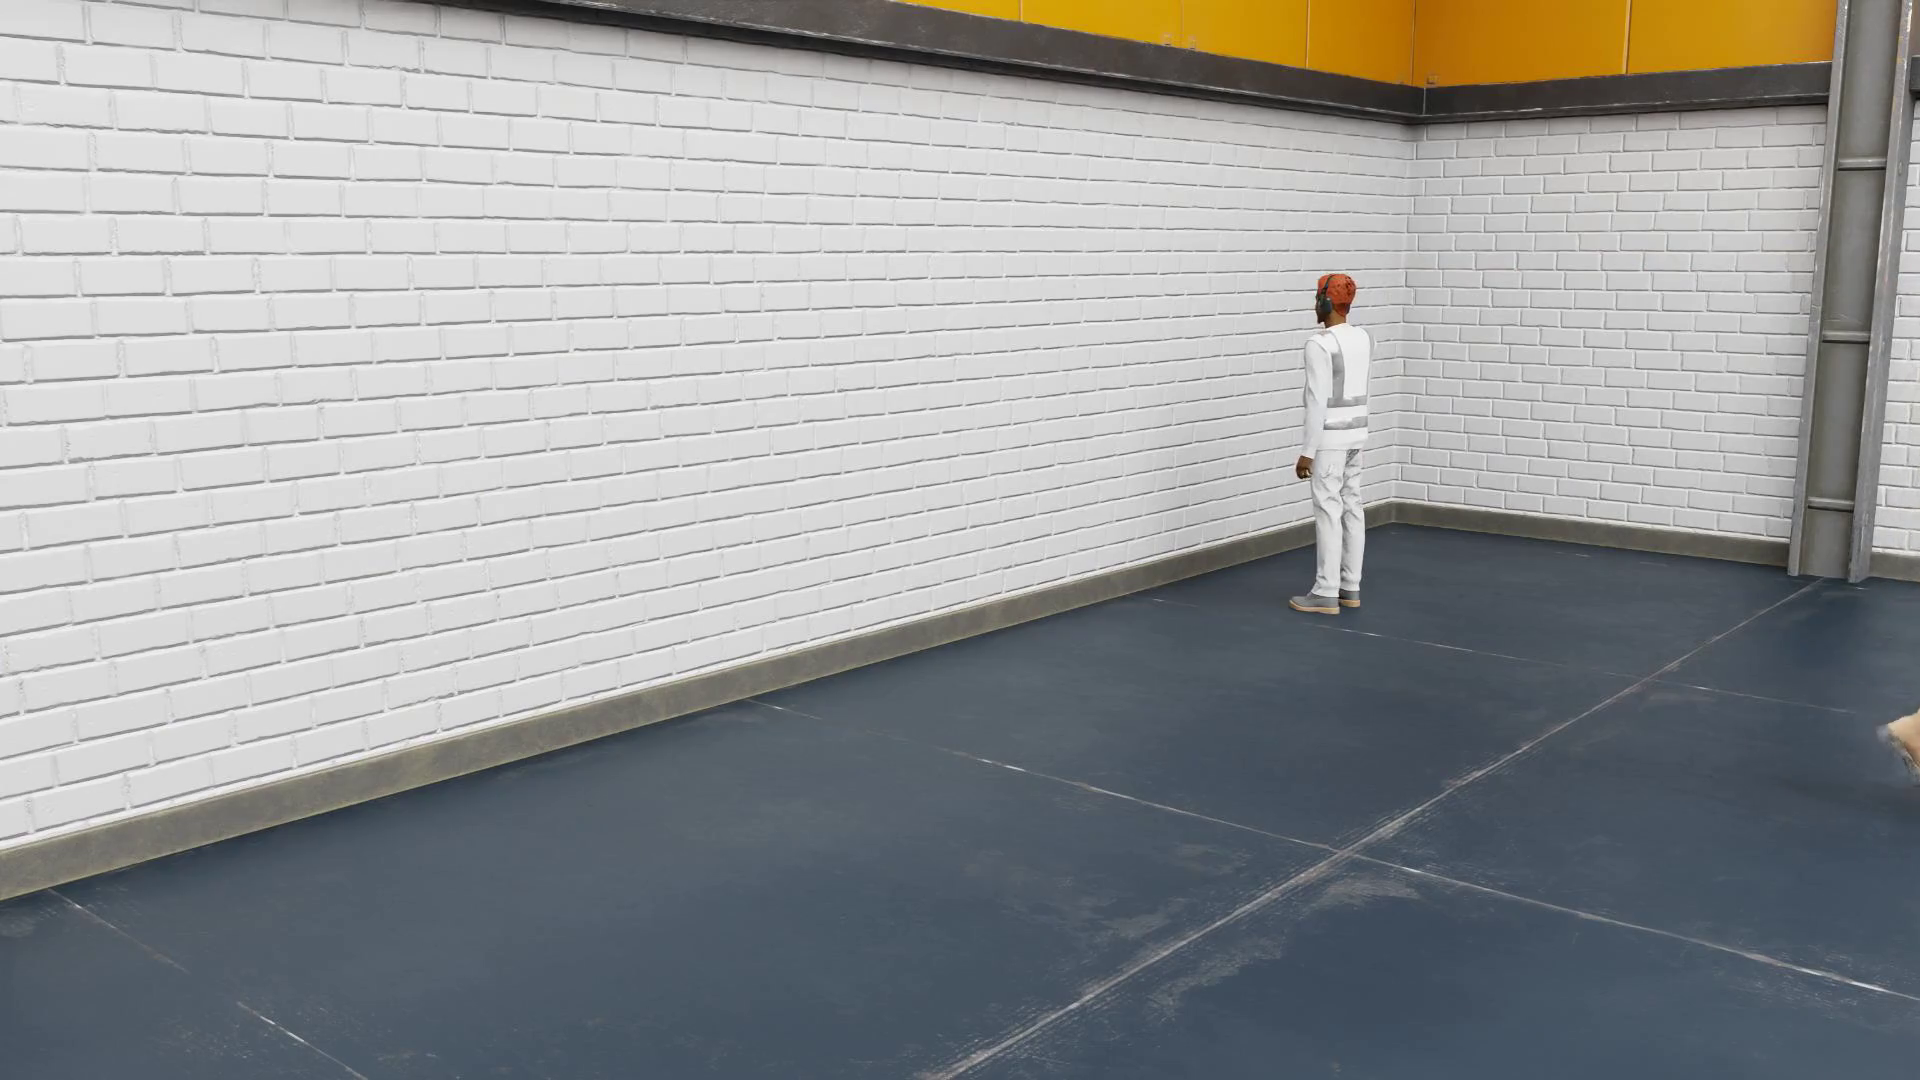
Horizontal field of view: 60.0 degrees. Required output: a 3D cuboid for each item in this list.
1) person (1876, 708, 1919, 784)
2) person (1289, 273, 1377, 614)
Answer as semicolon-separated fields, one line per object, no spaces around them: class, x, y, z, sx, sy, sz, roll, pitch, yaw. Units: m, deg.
person;3.594;0.019;5.719;0.527;2.024;0.631;7;12;35
person;2.073;-0.530;9.248;0.573;1.883;0.359;-9;14;-43
